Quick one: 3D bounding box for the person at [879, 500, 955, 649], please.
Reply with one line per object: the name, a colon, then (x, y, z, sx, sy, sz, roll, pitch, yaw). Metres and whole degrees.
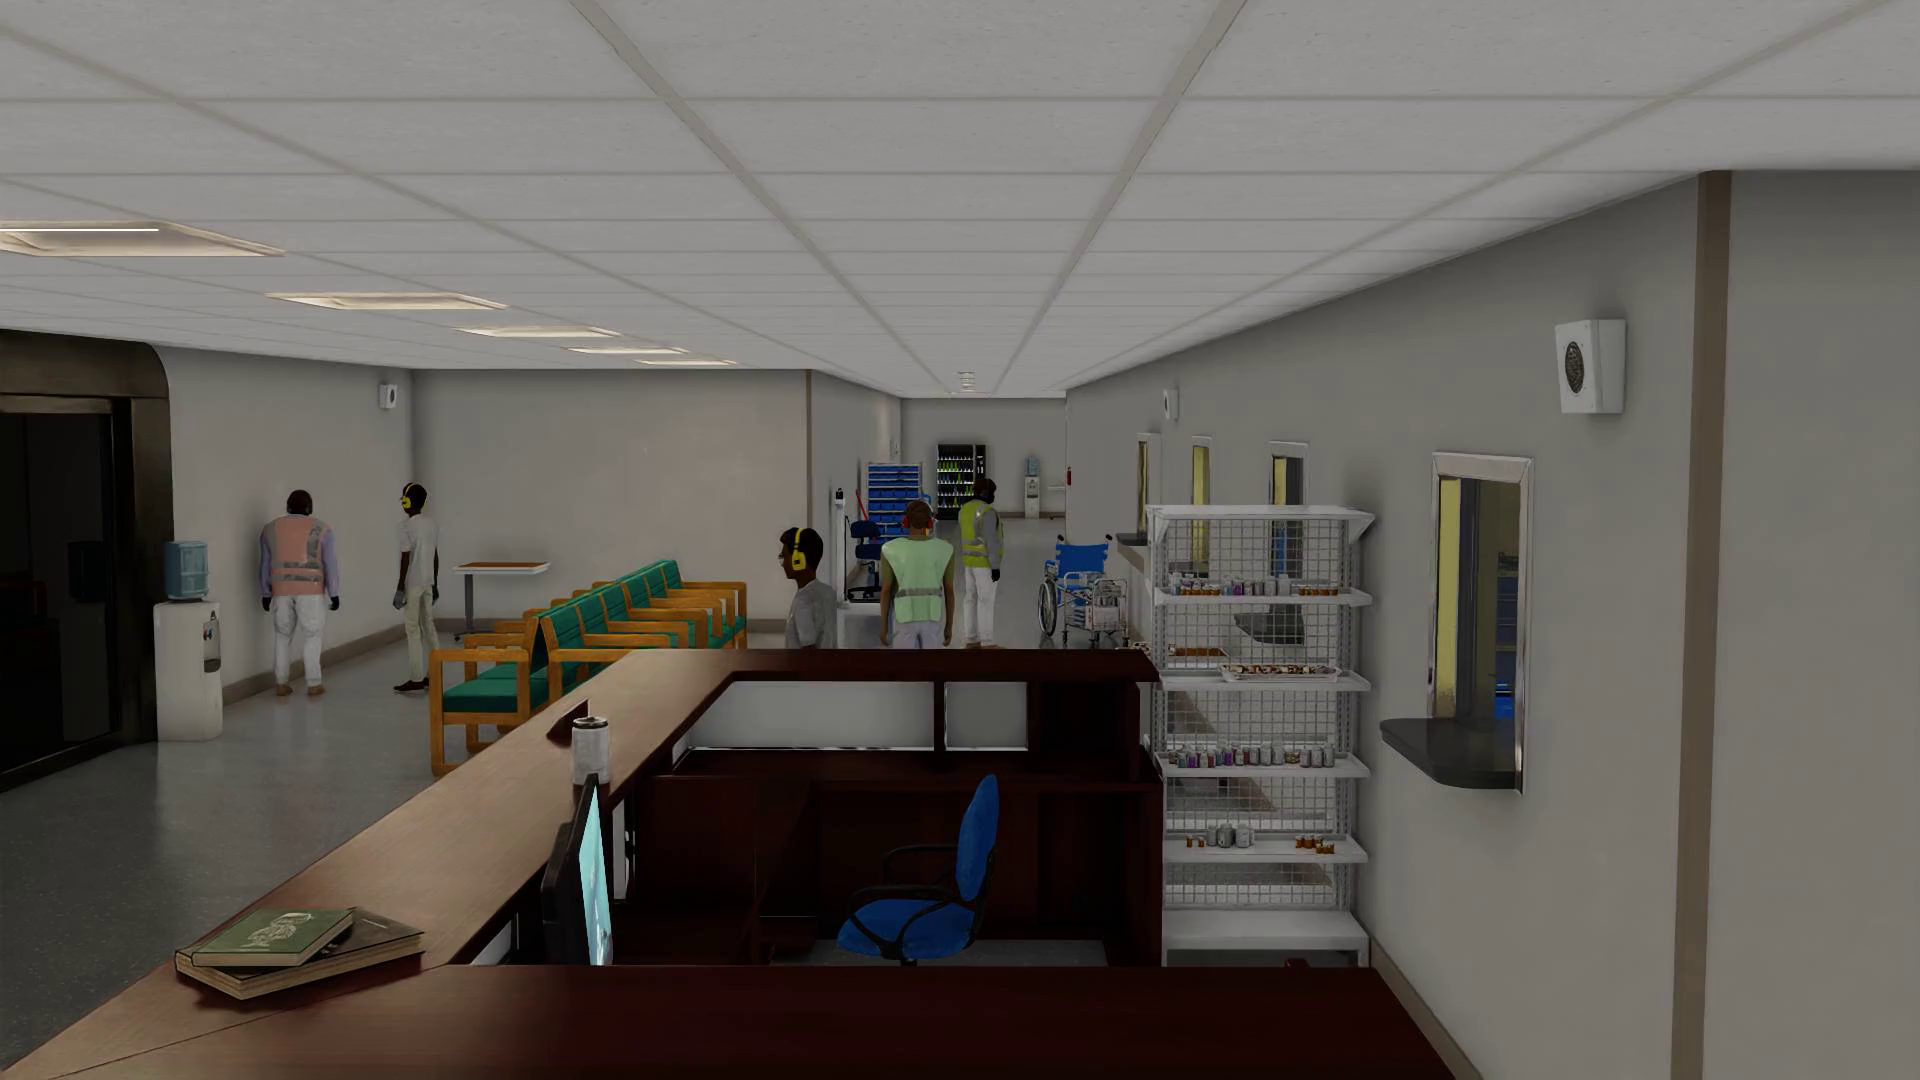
person: (-0.311, 0.625, 12.354, 0.561, 1.836, 0.388, -1, 4, -14)

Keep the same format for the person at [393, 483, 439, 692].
person: (-4.881, 0.423, 14.913, 0.317, 1.870, 0.531, 2, 4, 22)

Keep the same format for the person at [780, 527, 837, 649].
person: (-0.800, 0.863, 8.801, 0.309, 1.864, 0.535, 1, 4, 10)

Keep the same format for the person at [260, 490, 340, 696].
person: (-5.834, 0.467, 14.712, 0.658, 1.823, 0.433, 0, 4, -4)

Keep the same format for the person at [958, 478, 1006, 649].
person: (0.240, 0.268, 17.346, 0.429, 1.838, 0.621, -2, 5, -31)
